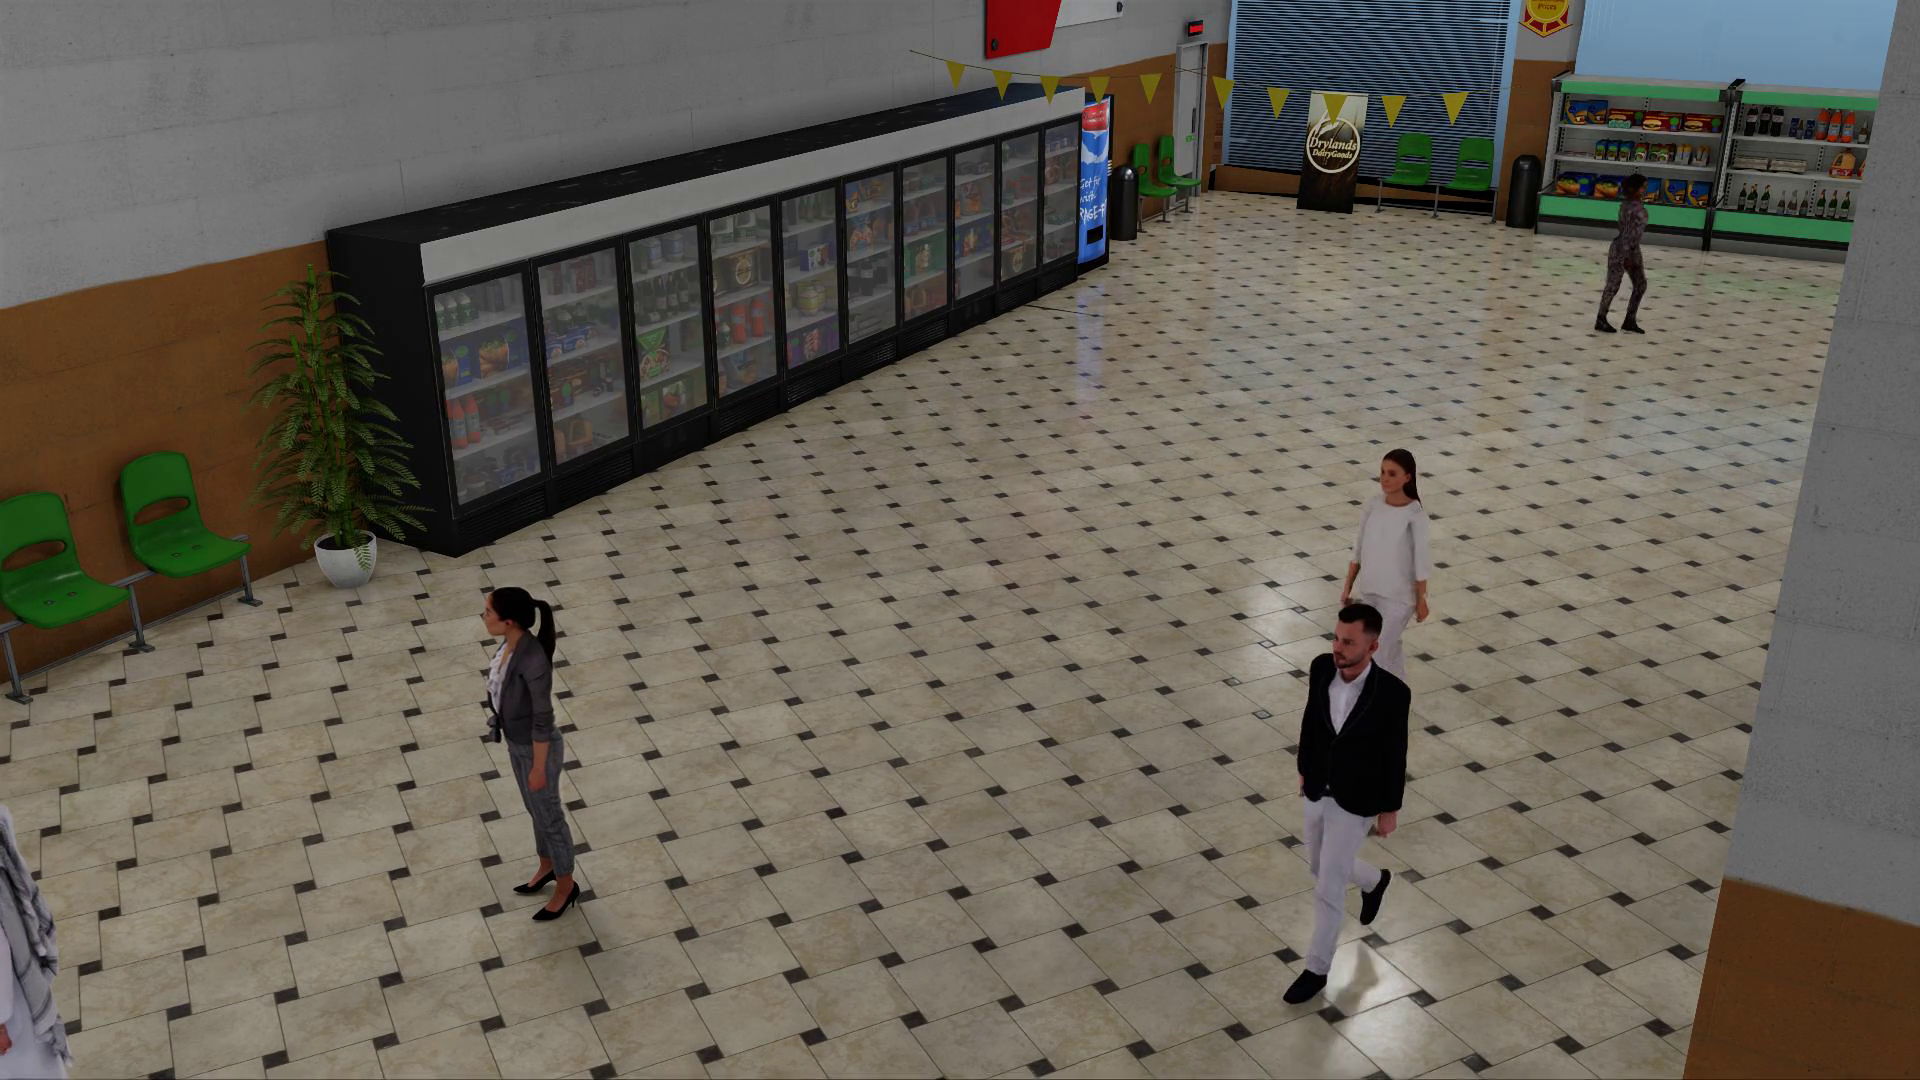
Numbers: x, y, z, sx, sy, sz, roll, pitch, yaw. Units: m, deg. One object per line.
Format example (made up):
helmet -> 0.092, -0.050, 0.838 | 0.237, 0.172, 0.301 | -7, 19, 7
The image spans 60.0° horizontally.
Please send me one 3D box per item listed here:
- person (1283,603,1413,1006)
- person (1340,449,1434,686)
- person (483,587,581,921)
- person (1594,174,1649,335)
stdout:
person -> 1.726, 1.096, 7.242 | 0.963, 1.823, 1.103 | -18, 28, -38
person -> 2.500, 0.279, 9.494 | 0.953, 1.660, 1.015 | -14, 26, -32
person -> -1.981, 0.979, 7.731 | 0.775, 1.677, 0.678 | -12, 25, -27
person -> 6.999, -3.039, 17.704 | 0.728, 1.697, 0.845 | -14, 26, -32
